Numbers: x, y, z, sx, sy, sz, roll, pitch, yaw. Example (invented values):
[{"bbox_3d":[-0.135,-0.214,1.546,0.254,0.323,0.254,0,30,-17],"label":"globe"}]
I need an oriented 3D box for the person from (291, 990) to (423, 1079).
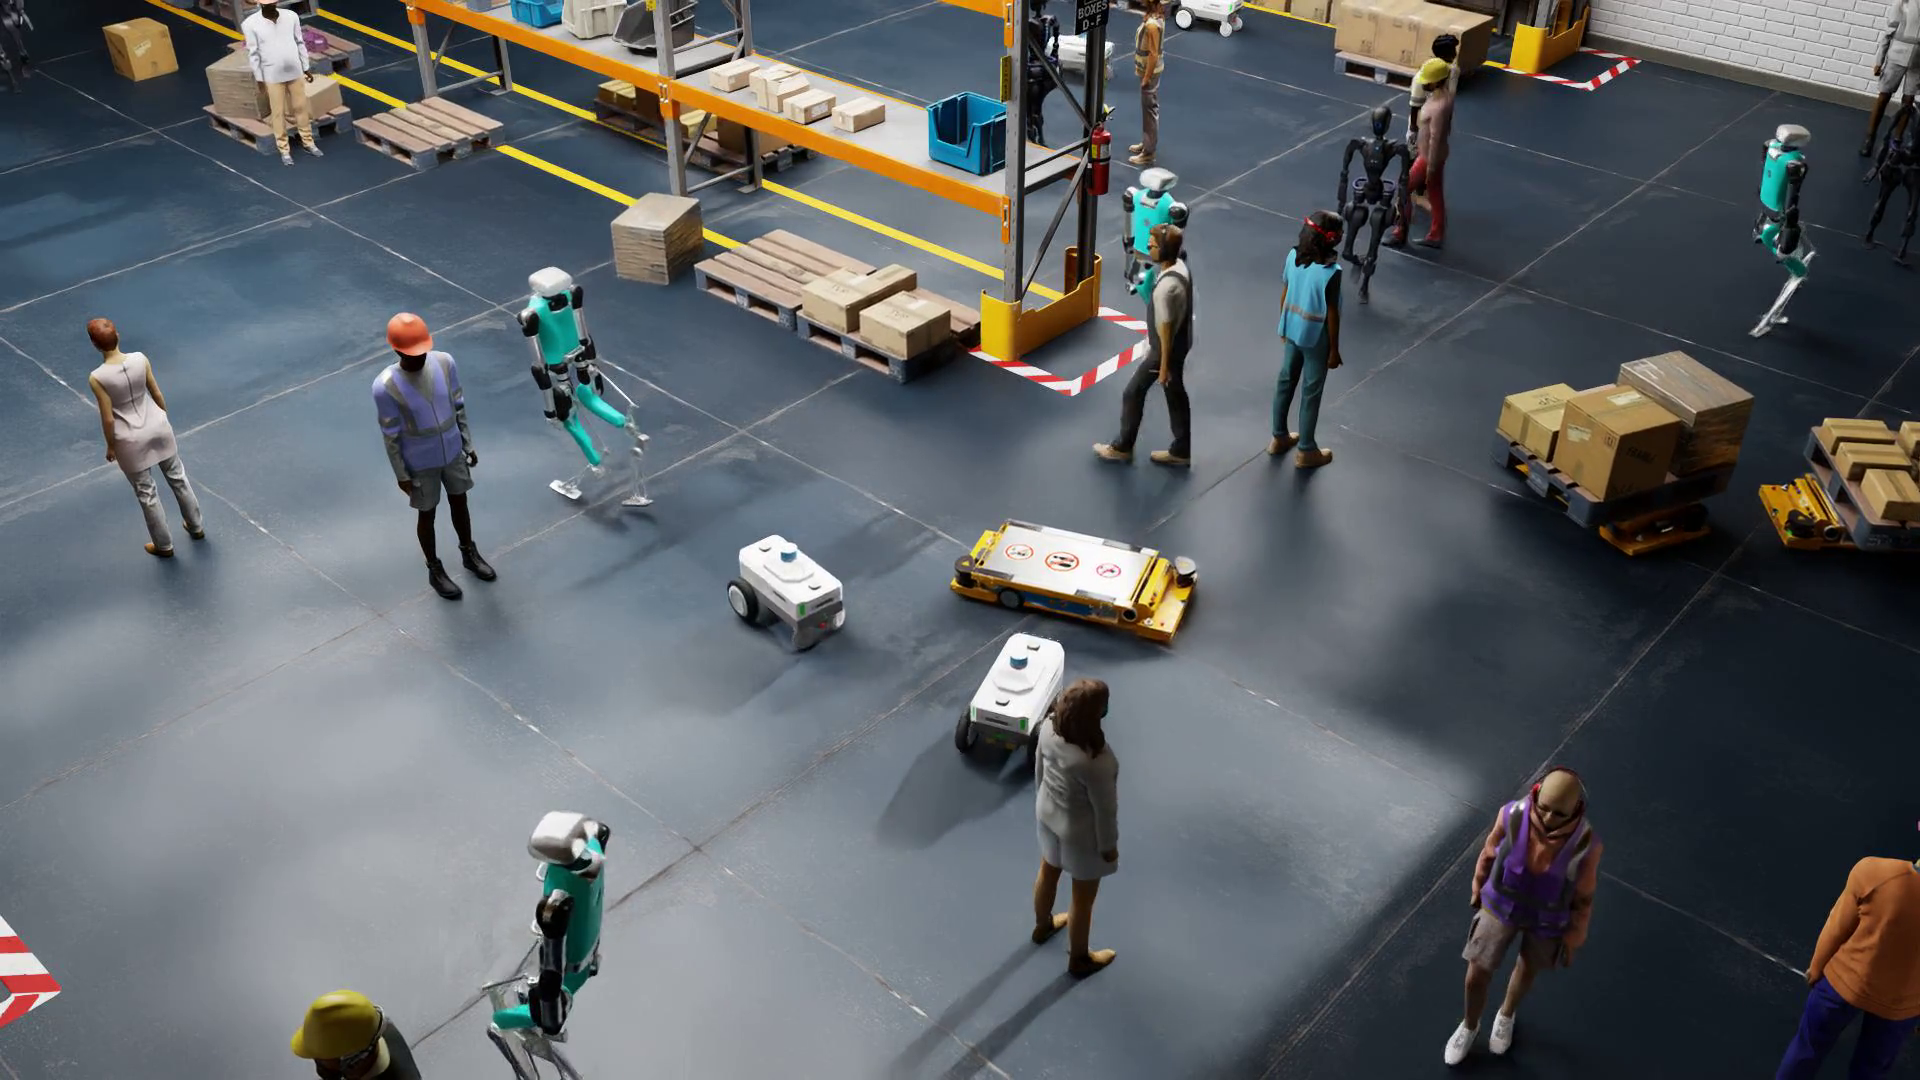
[{"bbox_3d":[-2.098,2.295,6.108,0.404,1.834,0.590,-16,38,-22],"label":"person"}]

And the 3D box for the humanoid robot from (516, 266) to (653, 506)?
[{"bbox_3d":[-2.367,-0.897,10.847,1.010,1.758,0.533,18,38,24],"label":"humanoid robot"}]

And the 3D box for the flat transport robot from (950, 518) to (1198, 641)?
[{"bbox_3d":[0.721,0.236,10.468,1.431,0.231,0.659,12,36,17],"label":"flat transport robot"}]

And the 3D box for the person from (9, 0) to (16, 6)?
[{"bbox_3d":[-12.119,-7.543,20.346,0.965,1.855,0.667,18,38,24],"label":"person"}]

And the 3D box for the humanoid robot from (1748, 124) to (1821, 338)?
[{"bbox_3d":[6.535,-2.388,12.981,0.850,1.776,0.615,-2,35,-3],"label":"humanoid robot"}]

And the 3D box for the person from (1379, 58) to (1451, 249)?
[{"bbox_3d":[3.971,-3.320,14.332,0.675,1.721,0.592,11,36,16],"label":"person"}]

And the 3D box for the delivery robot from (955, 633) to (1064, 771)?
[{"bbox_3d":[0.316,0.887,9.291,0.499,0.614,0.815,13,37,17],"label":"delivery robot"}]

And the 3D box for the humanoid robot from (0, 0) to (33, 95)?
[{"bbox_3d":[-10.300,-5.647,17.760,0.608,1.632,0.561,-16,38,-22],"label":"humanoid robot"}]

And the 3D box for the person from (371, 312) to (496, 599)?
[{"bbox_3d":[-3.191,-0.517,10.101,0.383,1.931,0.540,28,43,34],"label":"person"}]

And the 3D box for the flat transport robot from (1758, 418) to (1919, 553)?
[{"bbox_3d":[6.146,-0.152,11.031,1.431,0.231,0.659,4,35,5],"label":"flat transport robot"}]

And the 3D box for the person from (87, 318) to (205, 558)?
[{"bbox_3d":[-5.190,-0.651,10.528,0.283,1.657,0.450,22,40,28],"label":"person"}]

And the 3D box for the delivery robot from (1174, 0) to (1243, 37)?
[{"bbox_3d":[2.962,-6.318,19.709,0.774,0.592,0.499,22,40,28],"label":"delivery robot"}]

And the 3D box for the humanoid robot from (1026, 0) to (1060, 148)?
[{"bbox_3d":[0.710,-4.485,16.066,0.610,1.656,0.349,-24,41,-30],"label":"humanoid robot"}]

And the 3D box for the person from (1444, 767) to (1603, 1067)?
[{"bbox_3d":[2.425,1.668,7.149,0.509,1.673,0.579,16,38,22],"label":"person"}]

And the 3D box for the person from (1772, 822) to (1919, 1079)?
[{"bbox_3d":[3.714,1.790,6.724,0.515,1.973,0.401,19,39,25],"label":"person"}]

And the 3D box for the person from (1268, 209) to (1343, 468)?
[{"bbox_3d":[2.385,-1.371,11.388,0.389,1.870,0.527,-22,40,-29],"label":"person"}]

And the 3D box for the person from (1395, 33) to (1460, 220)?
[{"bbox_3d":[4.219,-3.720,14.950,0.534,1.693,0.321,-20,39,-27],"label":"person"}]

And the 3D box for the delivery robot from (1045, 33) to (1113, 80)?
[{"bbox_3d":[1.283,-5.304,18.253,0.807,0.606,0.499,14,37,20],"label":"delivery robot"}]

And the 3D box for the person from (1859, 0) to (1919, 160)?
[{"bbox_3d":[9.153,-4.632,16.069,0.547,1.924,0.387,13,37,18],"label":"person"}]

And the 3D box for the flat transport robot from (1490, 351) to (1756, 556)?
[{"bbox_3d":[4.370,-0.394,11.381,0.659,0.231,1.431,-14,37,-19],"label":"flat transport robot"}]

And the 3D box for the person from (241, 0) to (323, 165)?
[{"bbox_3d":[-6.528,-4.517,16.047,0.568,1.749,0.341,-27,43,-33],"label":"person"}]

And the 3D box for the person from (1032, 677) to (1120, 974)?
[{"bbox_3d":[0.549,1.303,7.695,0.336,1.659,0.495,-24,41,-30],"label":"person"}]

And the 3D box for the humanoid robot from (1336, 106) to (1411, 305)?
[{"bbox_3d":[3.373,-2.739,13.541,0.602,1.648,0.408,11,36,16],"label":"humanoid robot"}]

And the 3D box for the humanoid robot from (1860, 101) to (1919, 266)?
[{"bbox_3d":[8.092,-3.164,14.176,0.613,1.628,0.728,6,35,9],"label":"humanoid robot"}]

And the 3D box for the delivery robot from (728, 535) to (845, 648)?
[{"bbox_3d":[-1.044,0.280,10.161,0.511,0.603,0.775,-25,42,-32],"label":"delivery robot"}]

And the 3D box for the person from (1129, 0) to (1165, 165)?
[{"bbox_3d":[1.798,-4.511,16.016,0.320,1.776,0.478,4,35,6],"label":"person"}]

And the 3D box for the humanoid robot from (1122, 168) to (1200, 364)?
[{"bbox_3d":[1.533,-1.970,12.379,0.541,1.782,0.722,24,41,31],"label":"humanoid robot"}]

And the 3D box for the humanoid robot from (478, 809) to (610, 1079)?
[{"bbox_3d":[-1.766,1.825,6.904,0.757,1.822,0.534,5,35,8],"label":"humanoid robot"}]

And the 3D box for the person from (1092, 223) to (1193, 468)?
[{"bbox_3d":[1.283,-1.318,11.354,0.808,1.813,0.552,12,36,17],"label":"person"}]
